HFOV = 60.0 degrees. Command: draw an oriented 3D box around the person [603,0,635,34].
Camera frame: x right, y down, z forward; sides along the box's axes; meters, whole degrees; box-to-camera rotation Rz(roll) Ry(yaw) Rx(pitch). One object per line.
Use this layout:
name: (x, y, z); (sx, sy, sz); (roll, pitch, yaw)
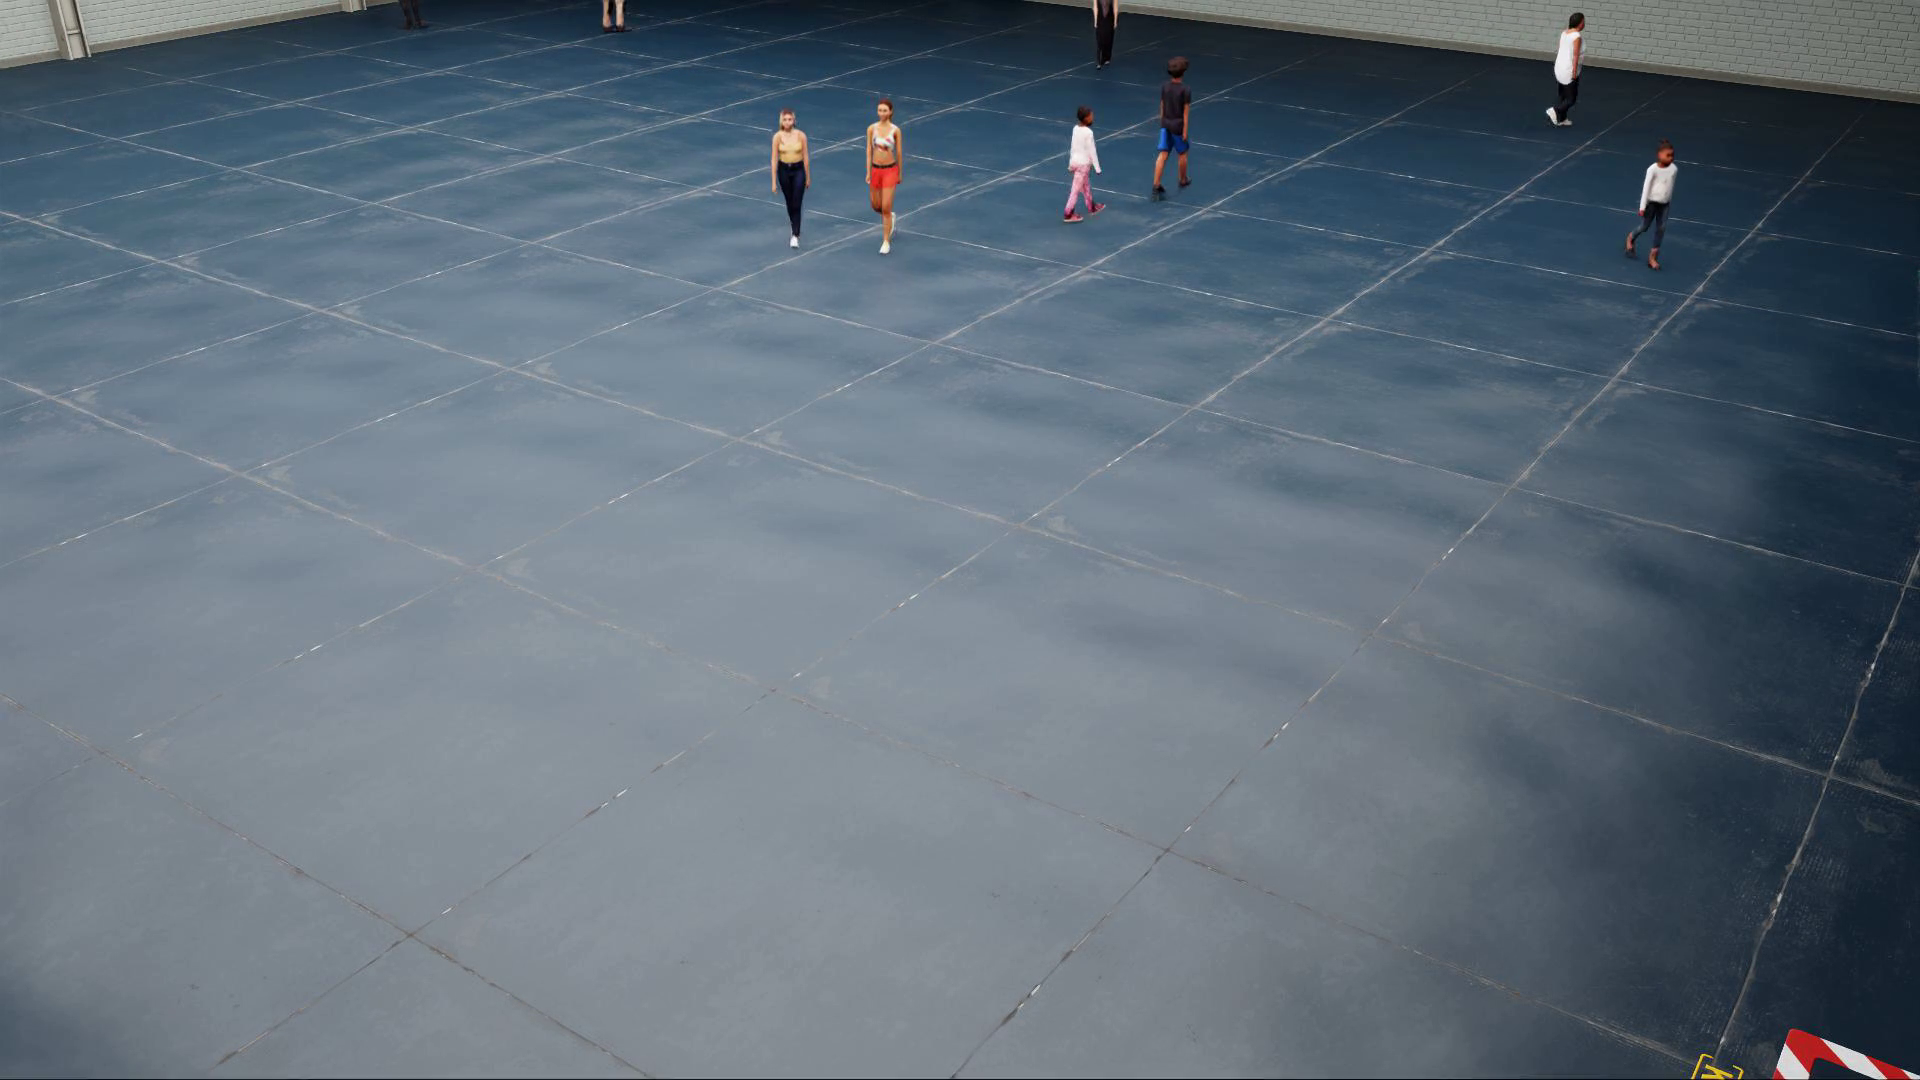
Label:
person: (-6.778, -10.678, 31.784); (0.978, 1.912, 0.917); (-11, 29, -21)

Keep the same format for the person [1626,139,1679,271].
person: (7.956, -3.868, 19.078); (0.905, 1.436, 0.971); (-4, 28, -8)

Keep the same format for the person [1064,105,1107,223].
person: (1.447, -4.643, 20.596); (0.978, 1.423, 0.829); (-12, 29, -22)

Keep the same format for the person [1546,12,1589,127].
person: (9.111, -7.056, 25.006); (0.923, 1.676, 0.863); (-3, 27, -5)

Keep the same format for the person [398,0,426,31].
person: (-10.699, -10.825, 32.212); (0.515, 1.781, 0.836); (-24, 36, -38)

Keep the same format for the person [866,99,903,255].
person: (-0.874, -4.300, 19.550); (0.792, 1.773, 1.017); (6, 28, 11)

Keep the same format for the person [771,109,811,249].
person: (-2.004, -4.308, 19.778); (1.039, 1.577, 1.188); (-1, 27, -2)

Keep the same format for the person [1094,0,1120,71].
person: (2.550, -8.976, 28.867); (0.894, 1.555, 1.102); (3, 27, 6)

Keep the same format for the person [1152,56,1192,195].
person: (2.722, -5.321, 21.545); (0.605, 1.760, 1.115); (18, 32, 31)
